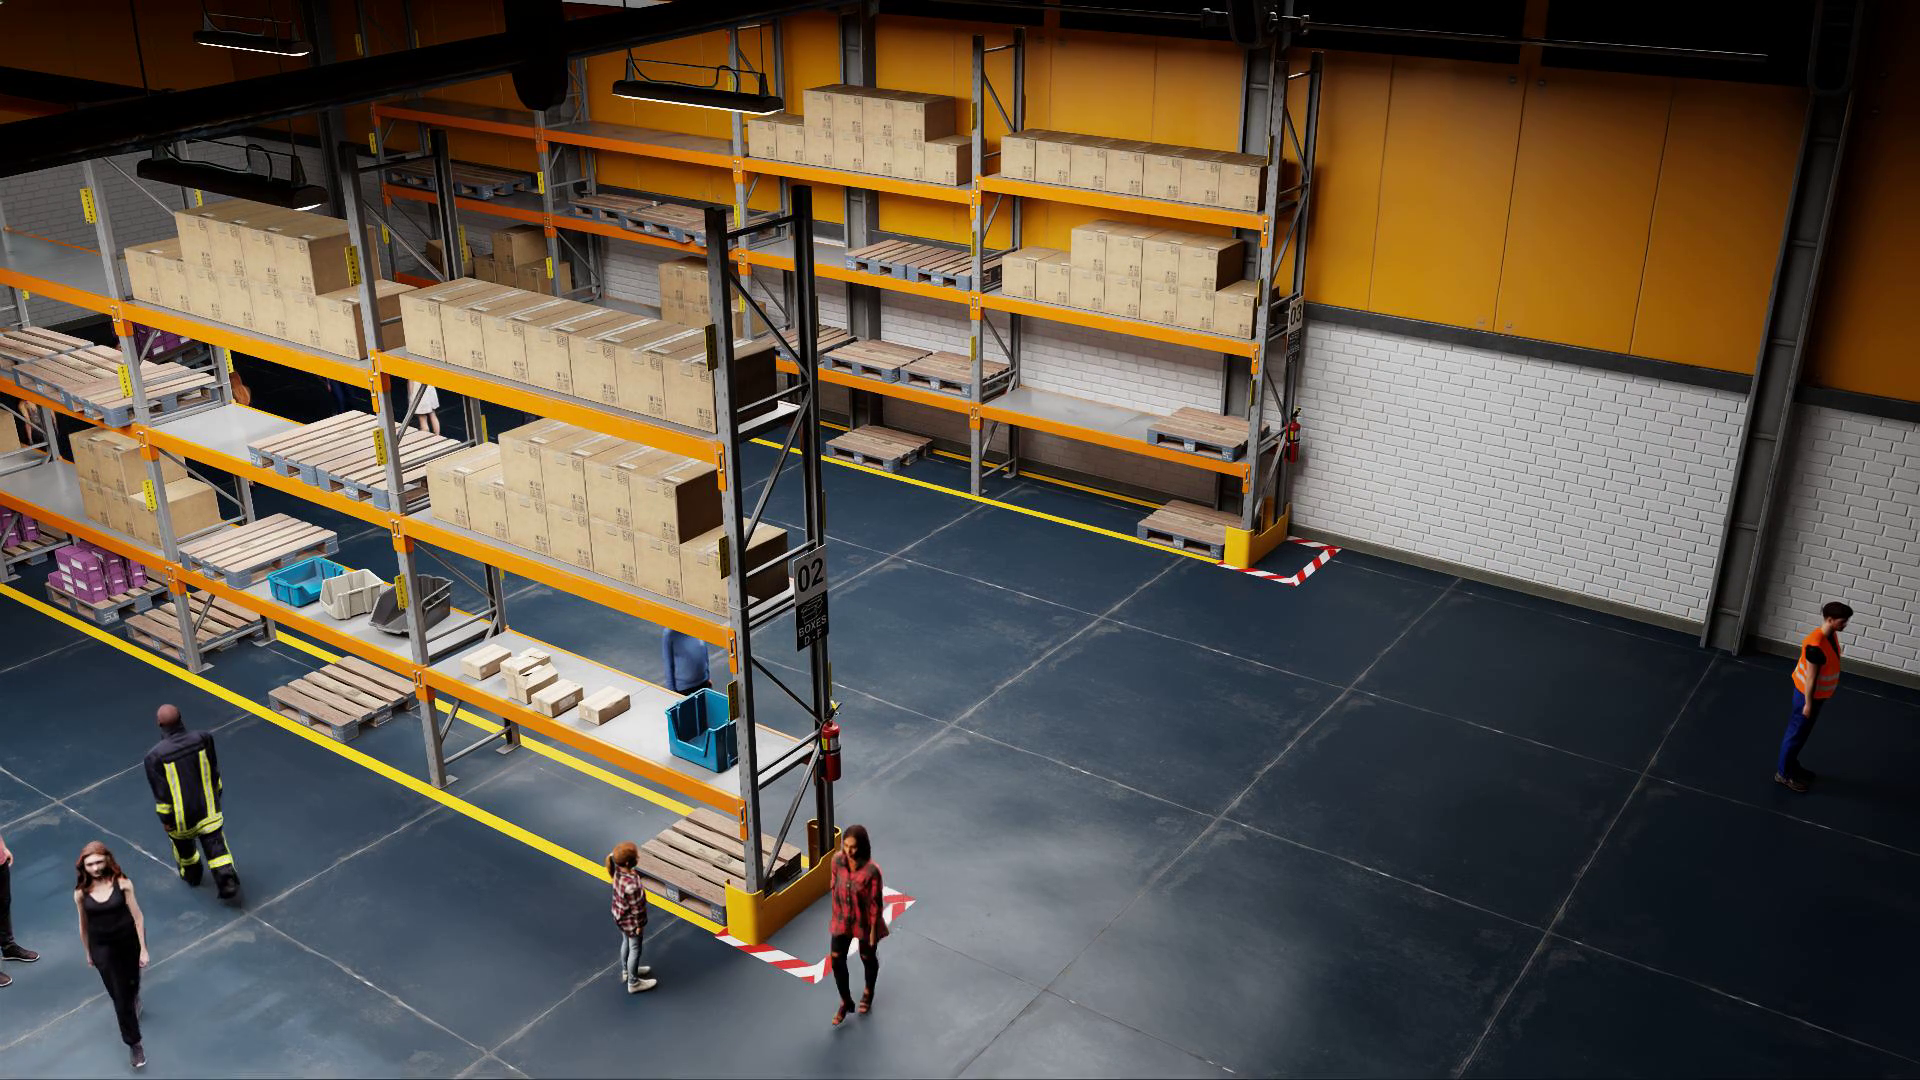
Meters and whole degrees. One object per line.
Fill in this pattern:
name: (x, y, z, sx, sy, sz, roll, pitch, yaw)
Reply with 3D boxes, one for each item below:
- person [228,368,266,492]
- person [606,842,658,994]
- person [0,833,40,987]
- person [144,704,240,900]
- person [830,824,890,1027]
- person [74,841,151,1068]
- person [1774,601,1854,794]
person: (-9.658, -1.504, 22.414, 0.583, 1.705, 0.644, 10, 26, 22)
person: (-2.559, 2.893, 12.855, 0.658, 1.305, 0.561, -13, 27, -27)
person: (-7.602, 2.514, 12.907, 0.678, 1.957, 0.708, 5, 24, 11)
person: (-6.373, 2.194, 13.844, 0.875, 1.793, 1.223, -21, 32, -40)
person: (-0.729, 2.824, 12.539, 0.693, 1.684, 0.752, 10, 26, 23)
person: (-6.214, 2.932, 12.276, 0.916, 1.697, 1.226, -13, 27, -27)
person: (7.932, 1.421, 15.504, 0.619, 1.880, 0.678, 17, 29, 34)
